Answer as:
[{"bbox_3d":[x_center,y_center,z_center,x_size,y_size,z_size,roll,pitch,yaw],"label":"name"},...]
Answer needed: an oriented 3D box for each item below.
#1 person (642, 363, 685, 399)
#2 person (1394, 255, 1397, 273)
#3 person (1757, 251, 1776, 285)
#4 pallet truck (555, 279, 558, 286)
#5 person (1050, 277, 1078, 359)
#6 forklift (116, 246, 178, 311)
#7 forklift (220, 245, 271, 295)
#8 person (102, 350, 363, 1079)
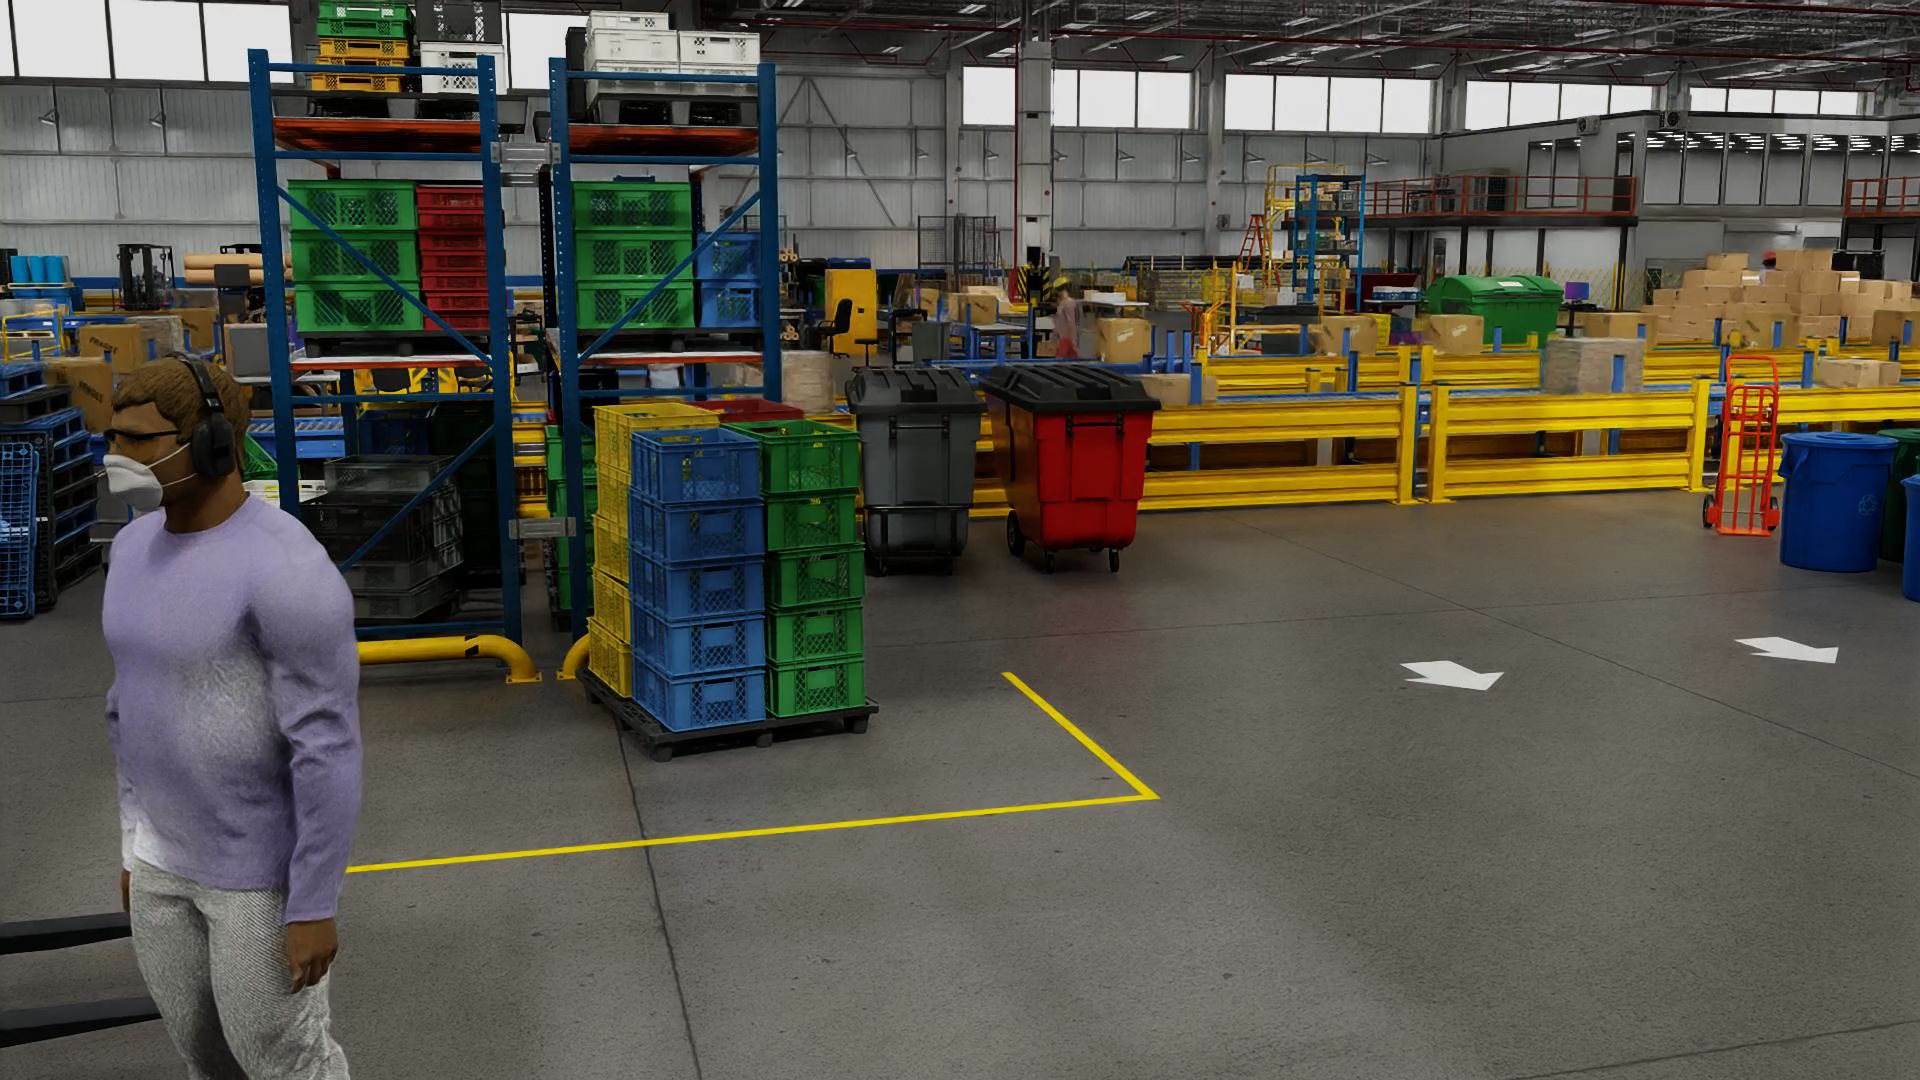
[{"bbox_3d":[-2.690,-1.426,15.492,0.877,1.659,0.532,-7,12,-33],"label":"person"},{"bbox_3d":[16.239,-9.811,62.426,0.361,1.859,0.651,2,10,13],"label":"person"},{"bbox_3d":[15.946,-4.684,32.889,0.609,2.029,0.432,2,10,11],"label":"person"},{"bbox_3d":[-10.604,-6.375,44.520,0.653,1.274,1.630,-3,10,-15],"label":"pallet truck"},{"bbox_3d":[1.520,-2.820,23.287,0.854,1.699,0.531,-1,10,-5],"label":"person"},{"bbox_3d":[-19.966,-6.232,40.894,1.157,1.987,2.680,-3,10,-15],"label":"forklift"},{"bbox_3d":[-17.749,-6.334,41.440,1.157,1.987,2.680,-3,10,-17],"label":"forklift"},{"bbox_3d":[-1.376,0.617,3.123,0.635,1.939,0.362,6,12,32],"label":"person"}]
